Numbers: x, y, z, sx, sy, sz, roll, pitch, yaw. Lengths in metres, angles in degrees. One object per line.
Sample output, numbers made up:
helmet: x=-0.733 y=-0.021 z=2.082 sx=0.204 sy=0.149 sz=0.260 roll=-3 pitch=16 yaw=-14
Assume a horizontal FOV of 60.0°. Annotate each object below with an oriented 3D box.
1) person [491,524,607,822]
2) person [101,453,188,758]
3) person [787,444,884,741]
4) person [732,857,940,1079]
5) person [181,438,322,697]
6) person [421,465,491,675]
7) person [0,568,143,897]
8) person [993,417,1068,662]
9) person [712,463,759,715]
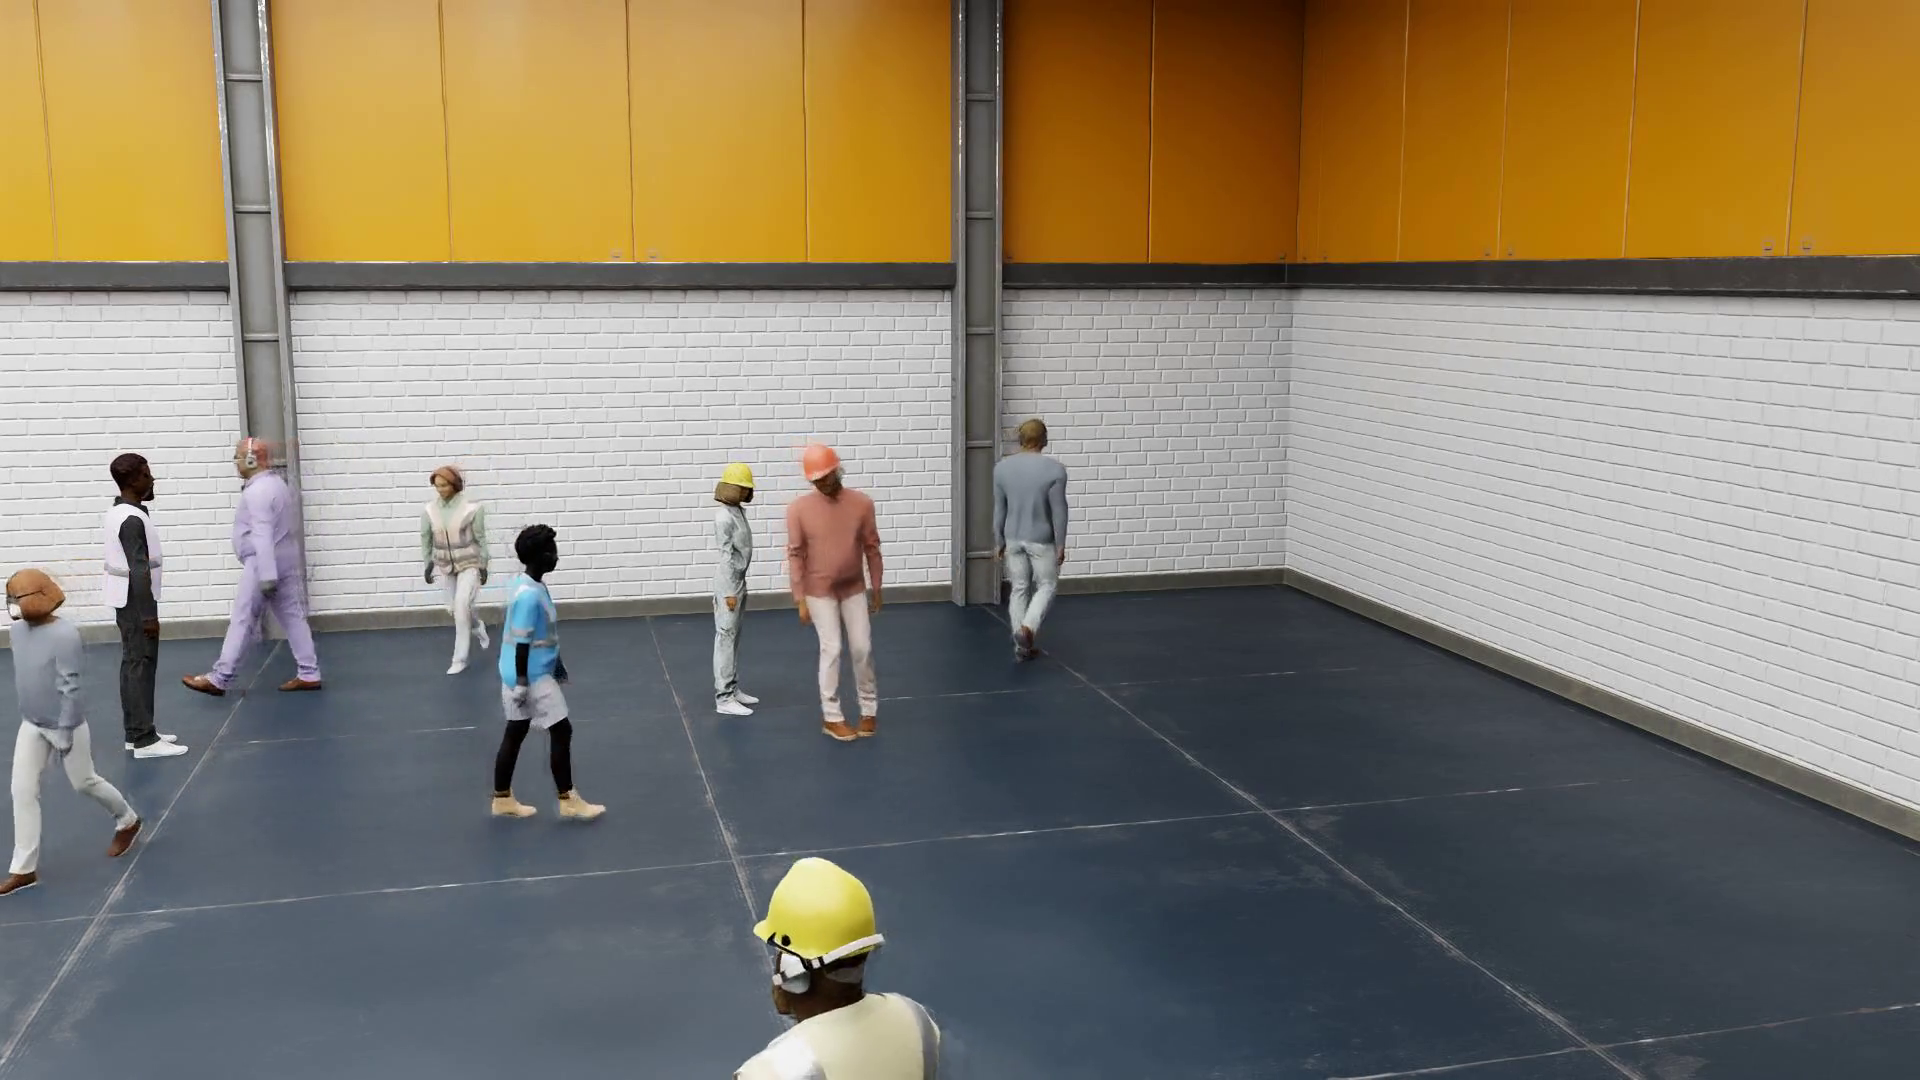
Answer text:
person: x=-2.278 y=0.740 z=9.184 sx=0.741 sy=1.667 sz=0.540 roll=-3 pitch=9 yaw=-16
person: x=-5.175 y=0.411 z=10.464 sx=0.392 sy=1.917 sz=0.592 roll=-6 pitch=11 yaw=-35
person: x=-0.801 y=0.341 z=10.834 sx=0.638 sy=1.948 sz=0.416 roll=-4 pitch=10 yaw=-21
person: x=-0.232 y=1.576 z=3.532 sx=0.699 sy=1.809 sz=0.600 roll=6 pitch=11 yaw=33
person: x=-5.099 y=0.199 z=11.943 sx=0.961 sy=1.857 sz=0.678 roll=-1 pitch=9 yaw=-7
person: x=-3.844 y=0.190 z=12.843 sx=0.521 sy=1.604 sz=0.700 roll=2 pitch=9 yaw=11
person: x=-4.516 y=0.909 z=8.353 sx=0.497 sy=1.594 sz=0.826 roll=4 pitch=10 yaw=22
person: x=0.512 y=0.023 z=12.849 sx=0.643 sy=1.926 sz=0.566 roll=5 pitch=10 yaw=27
person: x=-1.550 y=0.330 z=11.529 sx=0.312 sy=1.737 sz=0.483 roll=1 pitch=9 yaw=3
